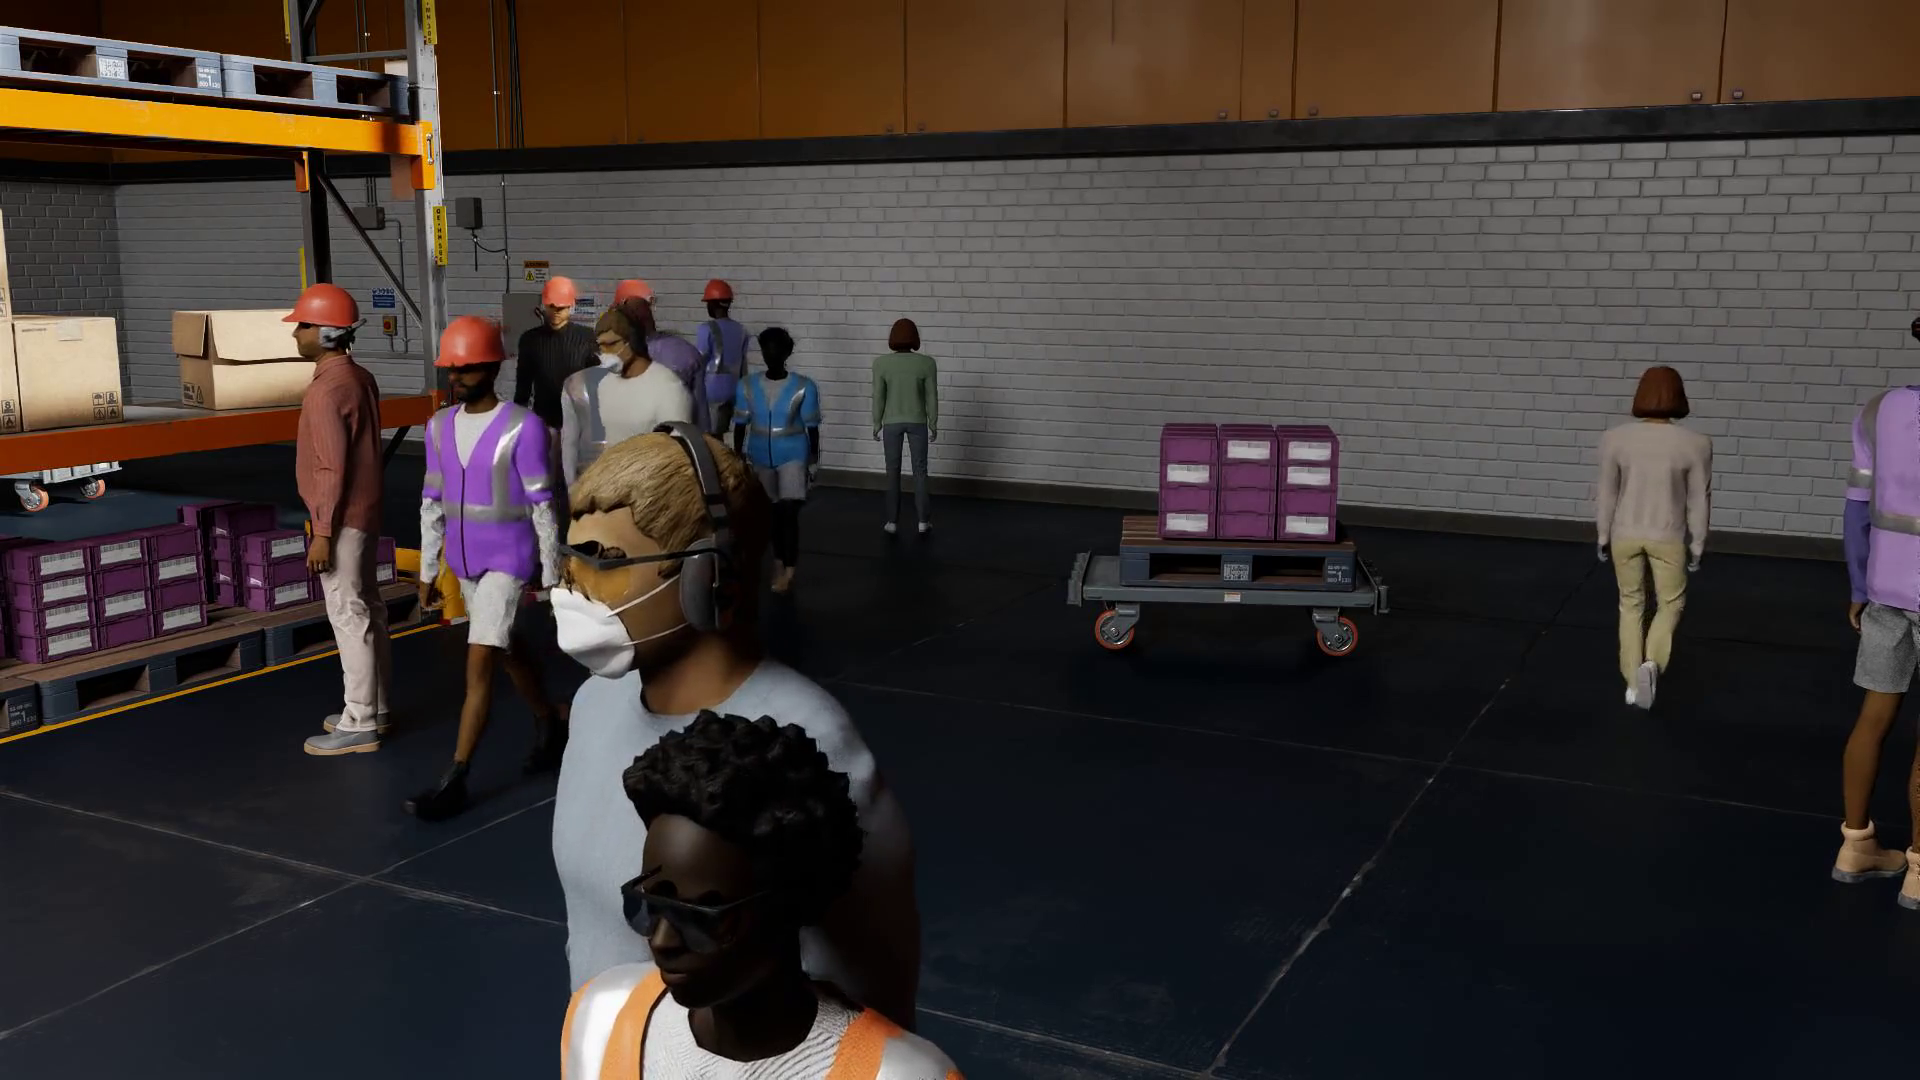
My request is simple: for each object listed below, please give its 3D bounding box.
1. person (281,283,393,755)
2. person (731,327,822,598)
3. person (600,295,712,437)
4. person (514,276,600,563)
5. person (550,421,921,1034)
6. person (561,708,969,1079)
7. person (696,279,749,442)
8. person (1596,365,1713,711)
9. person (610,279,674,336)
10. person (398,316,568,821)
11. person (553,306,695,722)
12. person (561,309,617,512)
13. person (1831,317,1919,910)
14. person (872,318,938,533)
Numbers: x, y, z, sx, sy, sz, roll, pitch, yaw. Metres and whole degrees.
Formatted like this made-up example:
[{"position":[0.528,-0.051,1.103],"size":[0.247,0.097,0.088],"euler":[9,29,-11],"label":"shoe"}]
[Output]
[{"position":[-2.642,-0.087,7.107],"size":[0.375,1.997,0.612],"euler":[-1,10,-5],"label":"person"},{"position":[-1.159,-0.469,10.274],"size":[0.542,1.665,0.834],"euler":[2,10,14],"label":"person"},{"position":[-1.819,-0.526,10.004],"size":[0.674,1.879,0.482],"euler":[-4,11,-21],"label":"person"},{"position":[-2.746,-0.825,11.444],"size":[0.691,1.971,0.562],"euler":[1,10,6],"label":"person"},{"position":[-0.291,0.822,2.015],"size":[0.372,1.939,0.629],"euler":[-8,12,-37],"label":"person"},{"position":[-0.208,0.996,1.701],"size":[0.529,1.697,0.321],"euler":[5,11,28],"label":"person"},{"position":[-1.999,-1.224,13.946],"size":[0.749,1.920,0.558],"euler":[6,11,31],"label":"person"},{"position":[3.180,0.003,7.679],"size":[0.501,1.616,0.548],"euler":[6,12,33],"label":"person"},{"position":[-2.280,-0.910,12.059],"size":[1.005,1.942,0.617],"euler":[9,13,42],"label":"person"},{"position":[-1.844,0.077,6.481],"size":[0.561,1.887,1.019],"euler":[5,11,26],"label":"person"},{"position":[-1.444,-0.099,7.496],"size":[0.704,1.881,0.945],"euler":[9,13,43],"label":"person"},{"position":[-1.813,-0.315,8.902],"size":[0.601,1.830,0.404],"euler":[-1,10,-7],"label":"person"},{"position":[3.189,0.177,5.444],"size":[0.395,2.042,0.611],"euler":[-3,10,-17],"label":"person"},{"position":[-0.418,-0.866,12.665],"size":[0.503,1.631,0.282],"euler":[0,10,-2],"label":"person"}]
